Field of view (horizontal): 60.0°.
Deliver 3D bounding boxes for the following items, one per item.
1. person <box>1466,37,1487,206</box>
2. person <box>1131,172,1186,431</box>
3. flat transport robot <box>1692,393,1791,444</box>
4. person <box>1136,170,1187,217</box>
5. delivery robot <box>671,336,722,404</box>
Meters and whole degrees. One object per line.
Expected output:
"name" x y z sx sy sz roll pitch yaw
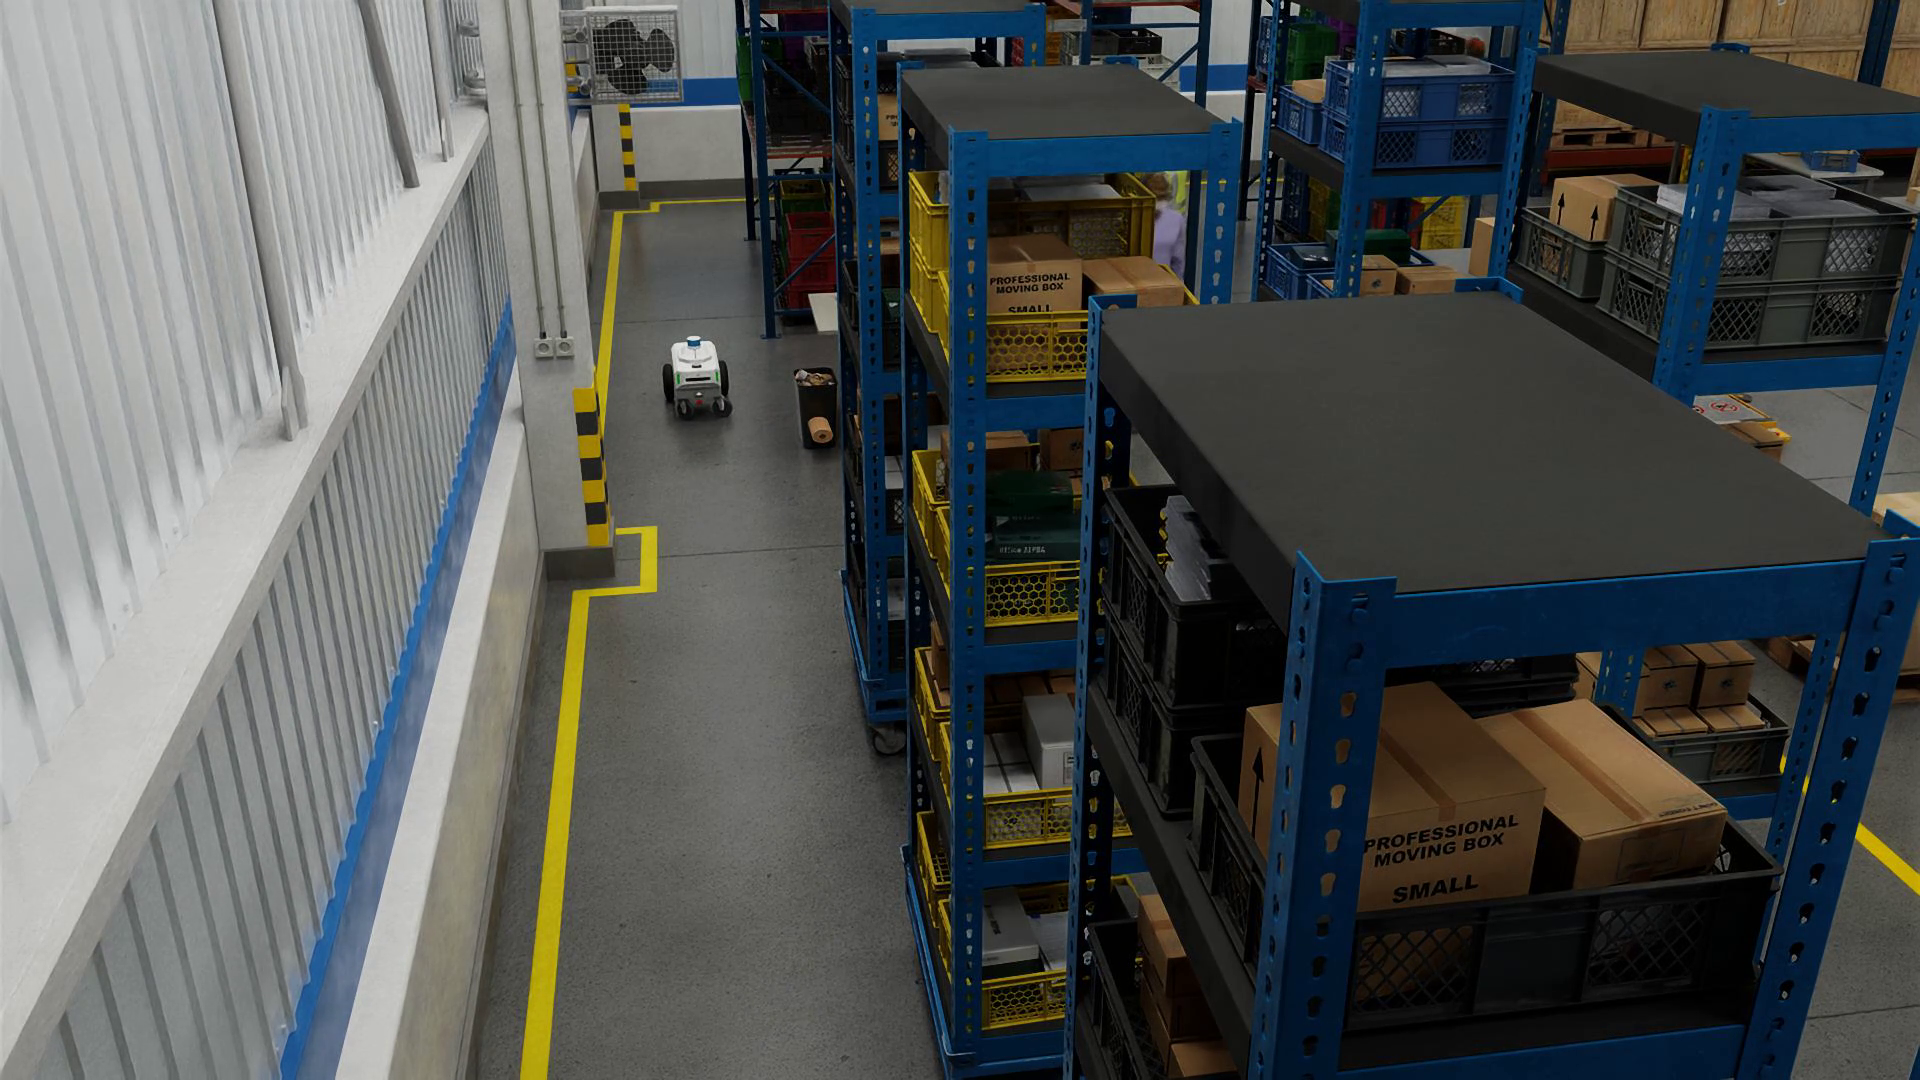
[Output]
"person" 5.557 -4.727 18.713 0.585 1.826 1.048 -17 30 -32
"person" 1.339 -1.711 12.043 0.633 1.923 0.417 -13 28 -26
"flat transport robot" 5.224 -0.859 12.132 1.431 0.197 0.652 -4 25 -8
"person" 1.678 -2.635 14.126 0.429 1.842 0.636 10 26 20
"delivery robot" -2.012 -1.308 12.664 0.477 0.478 0.707 -5 25 -10
